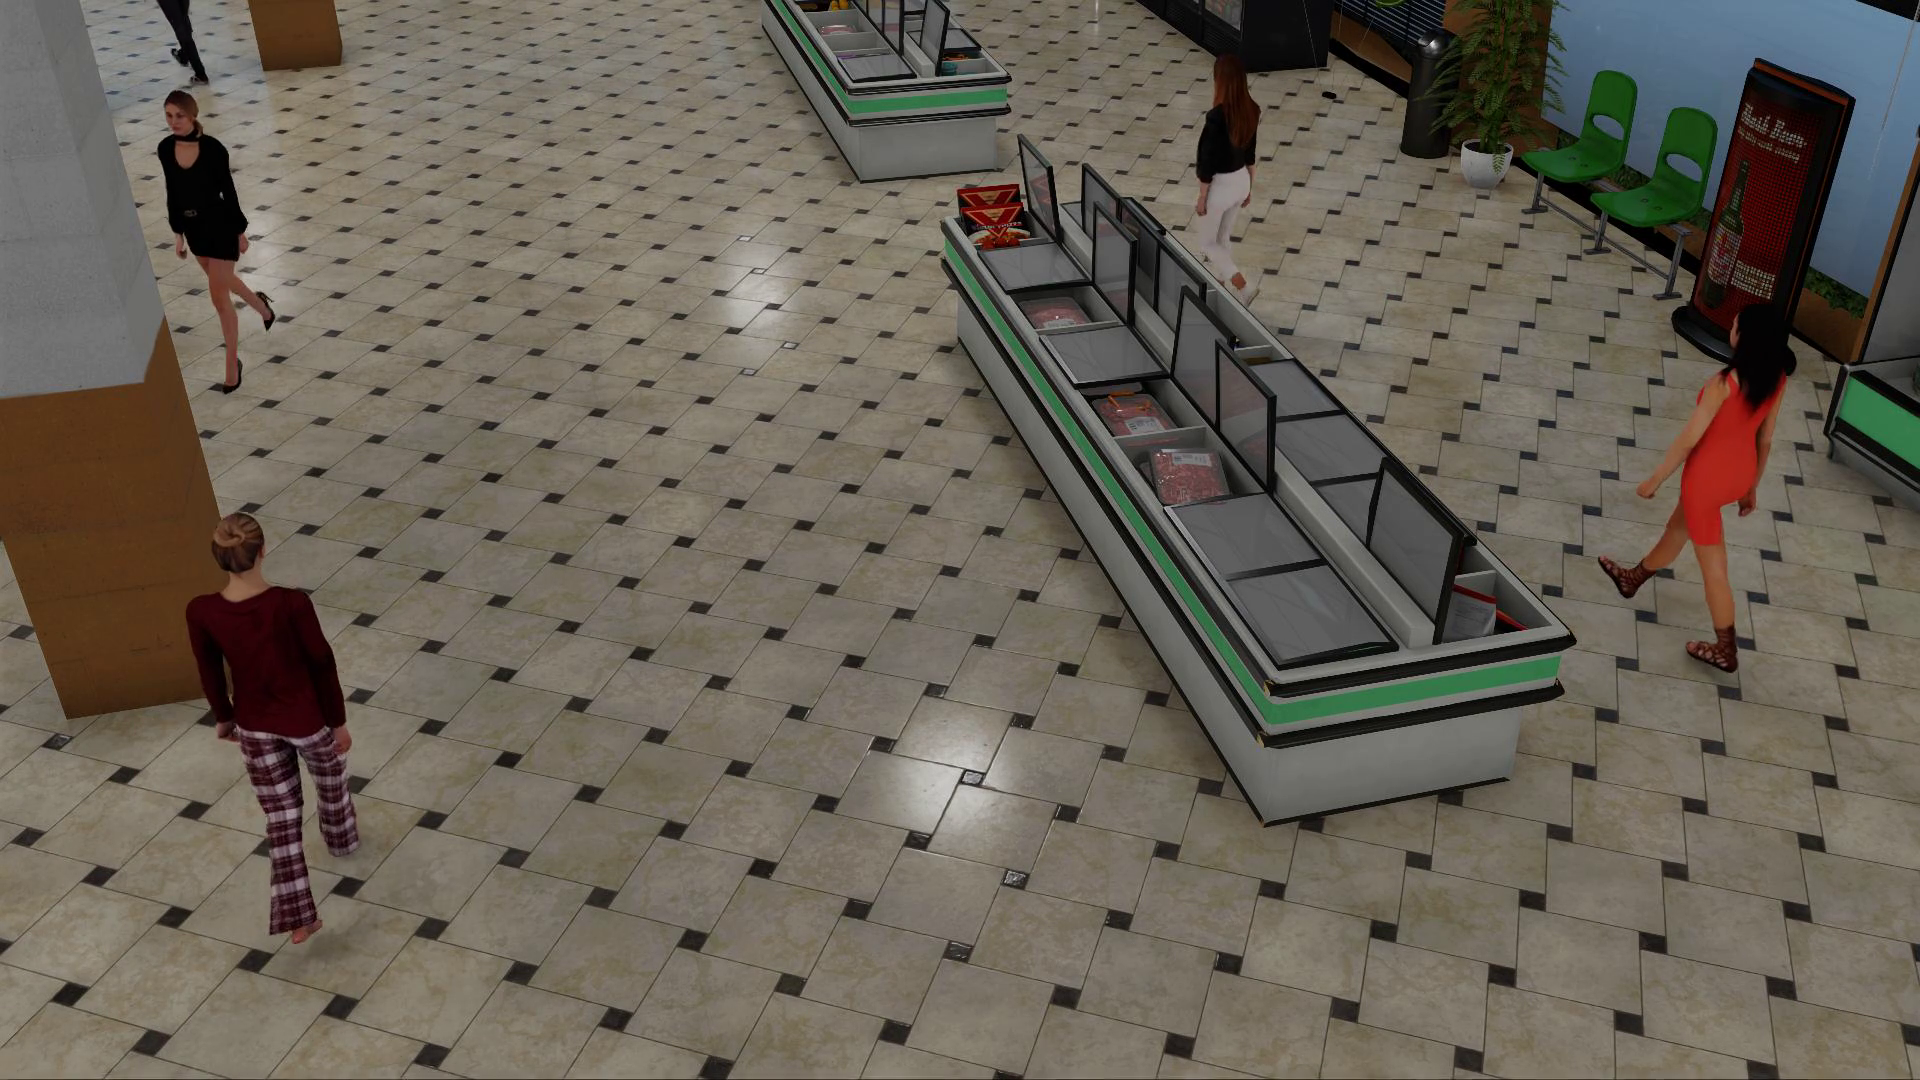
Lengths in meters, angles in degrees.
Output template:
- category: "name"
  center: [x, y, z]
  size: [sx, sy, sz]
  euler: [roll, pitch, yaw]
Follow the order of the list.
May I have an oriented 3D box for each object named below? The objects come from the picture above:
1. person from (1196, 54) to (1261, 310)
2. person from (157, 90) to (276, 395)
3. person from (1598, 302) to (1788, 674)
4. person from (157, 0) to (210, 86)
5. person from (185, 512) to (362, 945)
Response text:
- category: "person"
  center: [1.716, -2.174, 10.473]
  size: [0.813, 1.682, 0.982]
  euler: [-21, 38, -30]
- category: "person"
  center: [-4.391, -1.807, 9.836]
  size: [0.856, 1.731, 1.185]
  euler: [4, 32, 7]
- category: "person"
  center: [3.362, -0.180, 7.282]
  size: [0.777, 1.666, 1.167]
  euler: [-16, 35, -24]
- category: "person"
  center: [-7.030, -4.976, 14.864]
  size: [1.177, 1.800, 1.011]
  euler: [25, 40, 34]
- category: "person"
  center: [-2.418, 0.684, 5.899]
  size: [0.692, 1.661, 1.034]
  euler: [-5, 32, -8]
